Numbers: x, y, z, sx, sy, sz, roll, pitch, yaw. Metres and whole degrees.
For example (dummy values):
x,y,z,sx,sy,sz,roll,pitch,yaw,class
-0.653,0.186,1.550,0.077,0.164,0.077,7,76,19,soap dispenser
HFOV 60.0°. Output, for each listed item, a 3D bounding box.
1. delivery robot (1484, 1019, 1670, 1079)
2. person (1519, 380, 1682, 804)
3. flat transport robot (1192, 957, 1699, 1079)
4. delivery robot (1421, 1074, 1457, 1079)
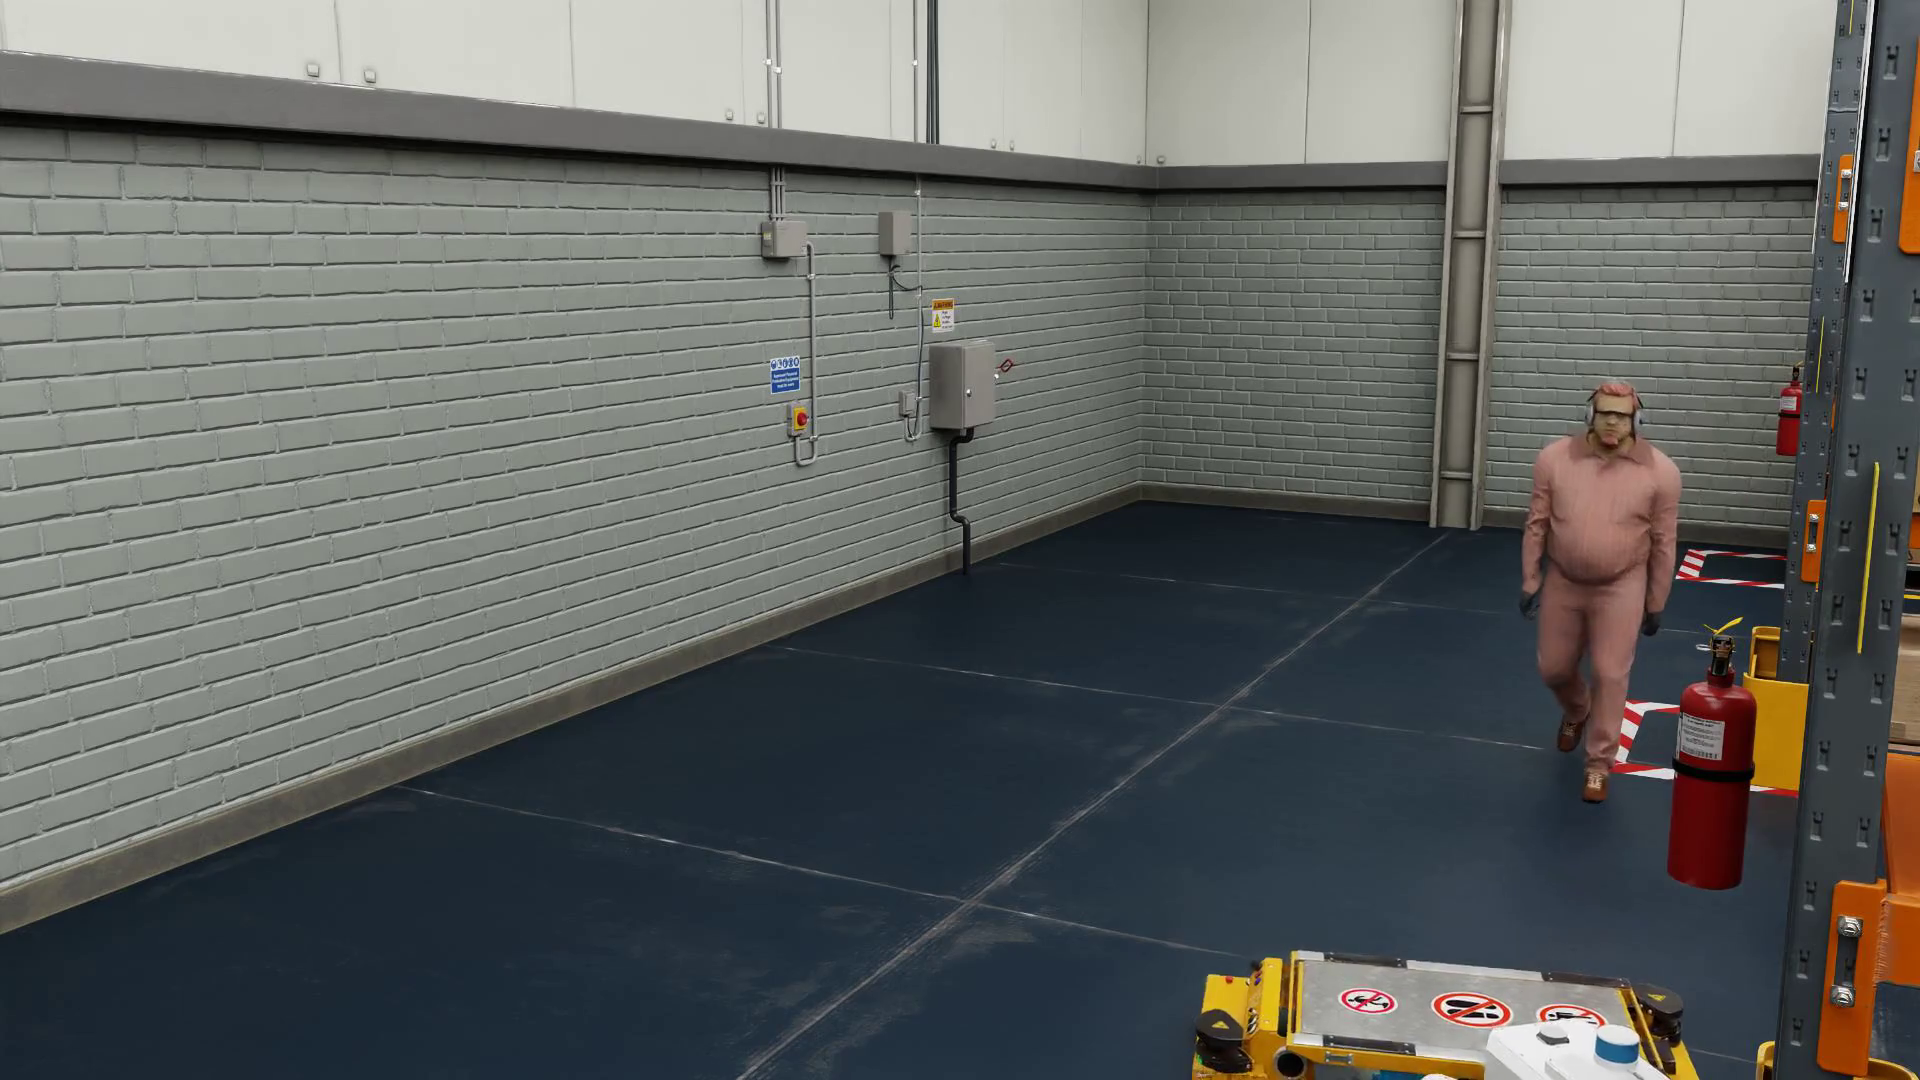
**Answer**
x,y,z,sx,sy,sz,roll,pitch,yaw,class
1.619,1.451,4.132,0.477,0.478,0.707,-3,11,-14,delivery robot
2.904,0.202,7.566,0.656,1.884,0.645,6,12,31,person
1.439,1.487,4.967,1.431,0.197,0.652,2,11,12,flat transport robot
1.074,1.501,3.859,0.477,0.478,0.707,9,13,39,delivery robot
